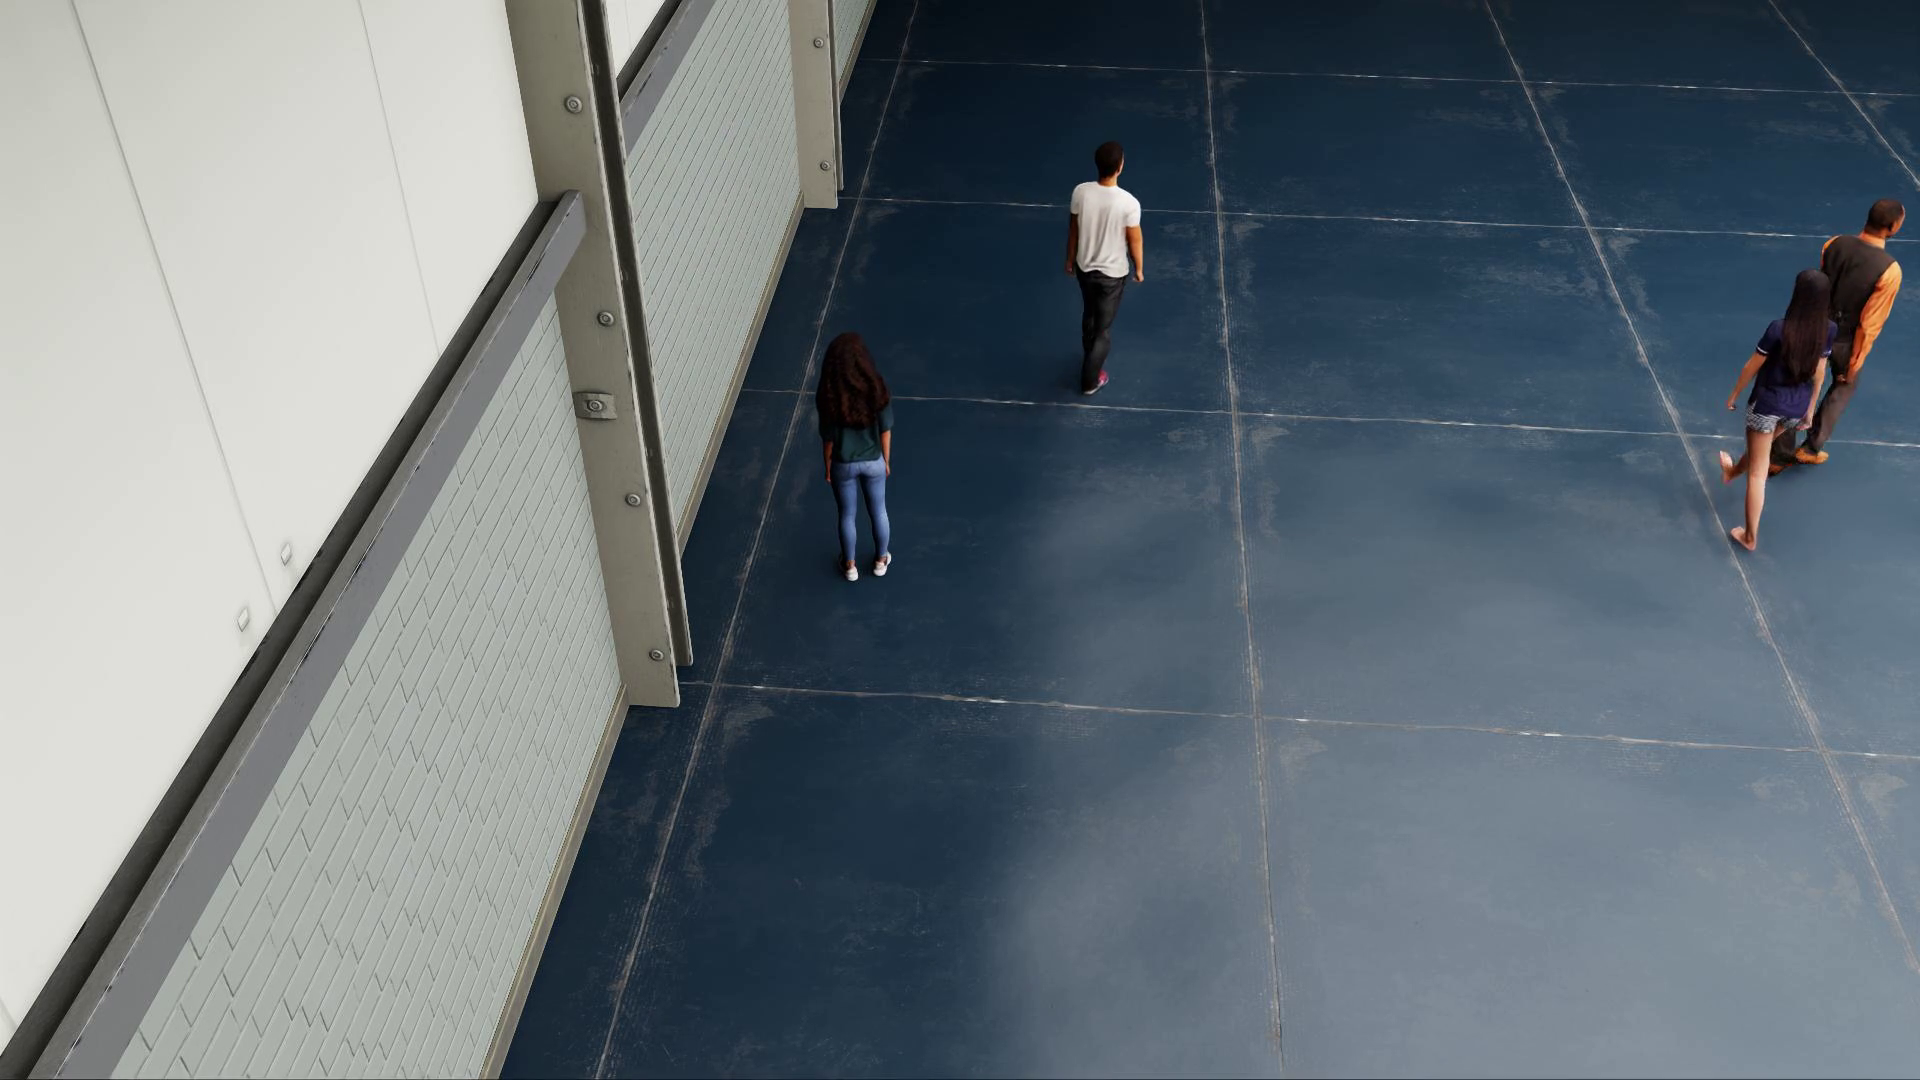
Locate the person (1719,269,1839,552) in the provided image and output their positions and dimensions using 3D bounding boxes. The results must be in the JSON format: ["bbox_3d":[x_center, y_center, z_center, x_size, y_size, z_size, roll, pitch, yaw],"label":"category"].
[{"bbox_3d":[4.851,-0.712,9.829,0.670,1.719,1.119,-1,38,-1],"label":"person"}]

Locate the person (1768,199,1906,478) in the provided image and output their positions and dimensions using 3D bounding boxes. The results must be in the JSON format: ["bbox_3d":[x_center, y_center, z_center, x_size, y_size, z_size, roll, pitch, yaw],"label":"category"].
[{"bbox_3d":[5.344,-1.206,10.324,0.937,1.888,0.877,-24,44,-27],"label":"person"}]

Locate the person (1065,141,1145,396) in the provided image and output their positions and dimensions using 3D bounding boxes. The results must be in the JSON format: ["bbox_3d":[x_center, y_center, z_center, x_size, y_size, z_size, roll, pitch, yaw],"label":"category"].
[{"bbox_3d":[0.905,-1.776,11.134,0.825,1.787,0.907,19,42,23],"label":"person"}]

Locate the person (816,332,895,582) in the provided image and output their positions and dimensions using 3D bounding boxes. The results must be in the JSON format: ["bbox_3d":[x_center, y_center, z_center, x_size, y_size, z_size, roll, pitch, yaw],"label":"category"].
[{"bbox_3d":[-0.595,-0.466,9.600,0.645,1.614,0.649,-5,38,-6],"label":"person"}]
